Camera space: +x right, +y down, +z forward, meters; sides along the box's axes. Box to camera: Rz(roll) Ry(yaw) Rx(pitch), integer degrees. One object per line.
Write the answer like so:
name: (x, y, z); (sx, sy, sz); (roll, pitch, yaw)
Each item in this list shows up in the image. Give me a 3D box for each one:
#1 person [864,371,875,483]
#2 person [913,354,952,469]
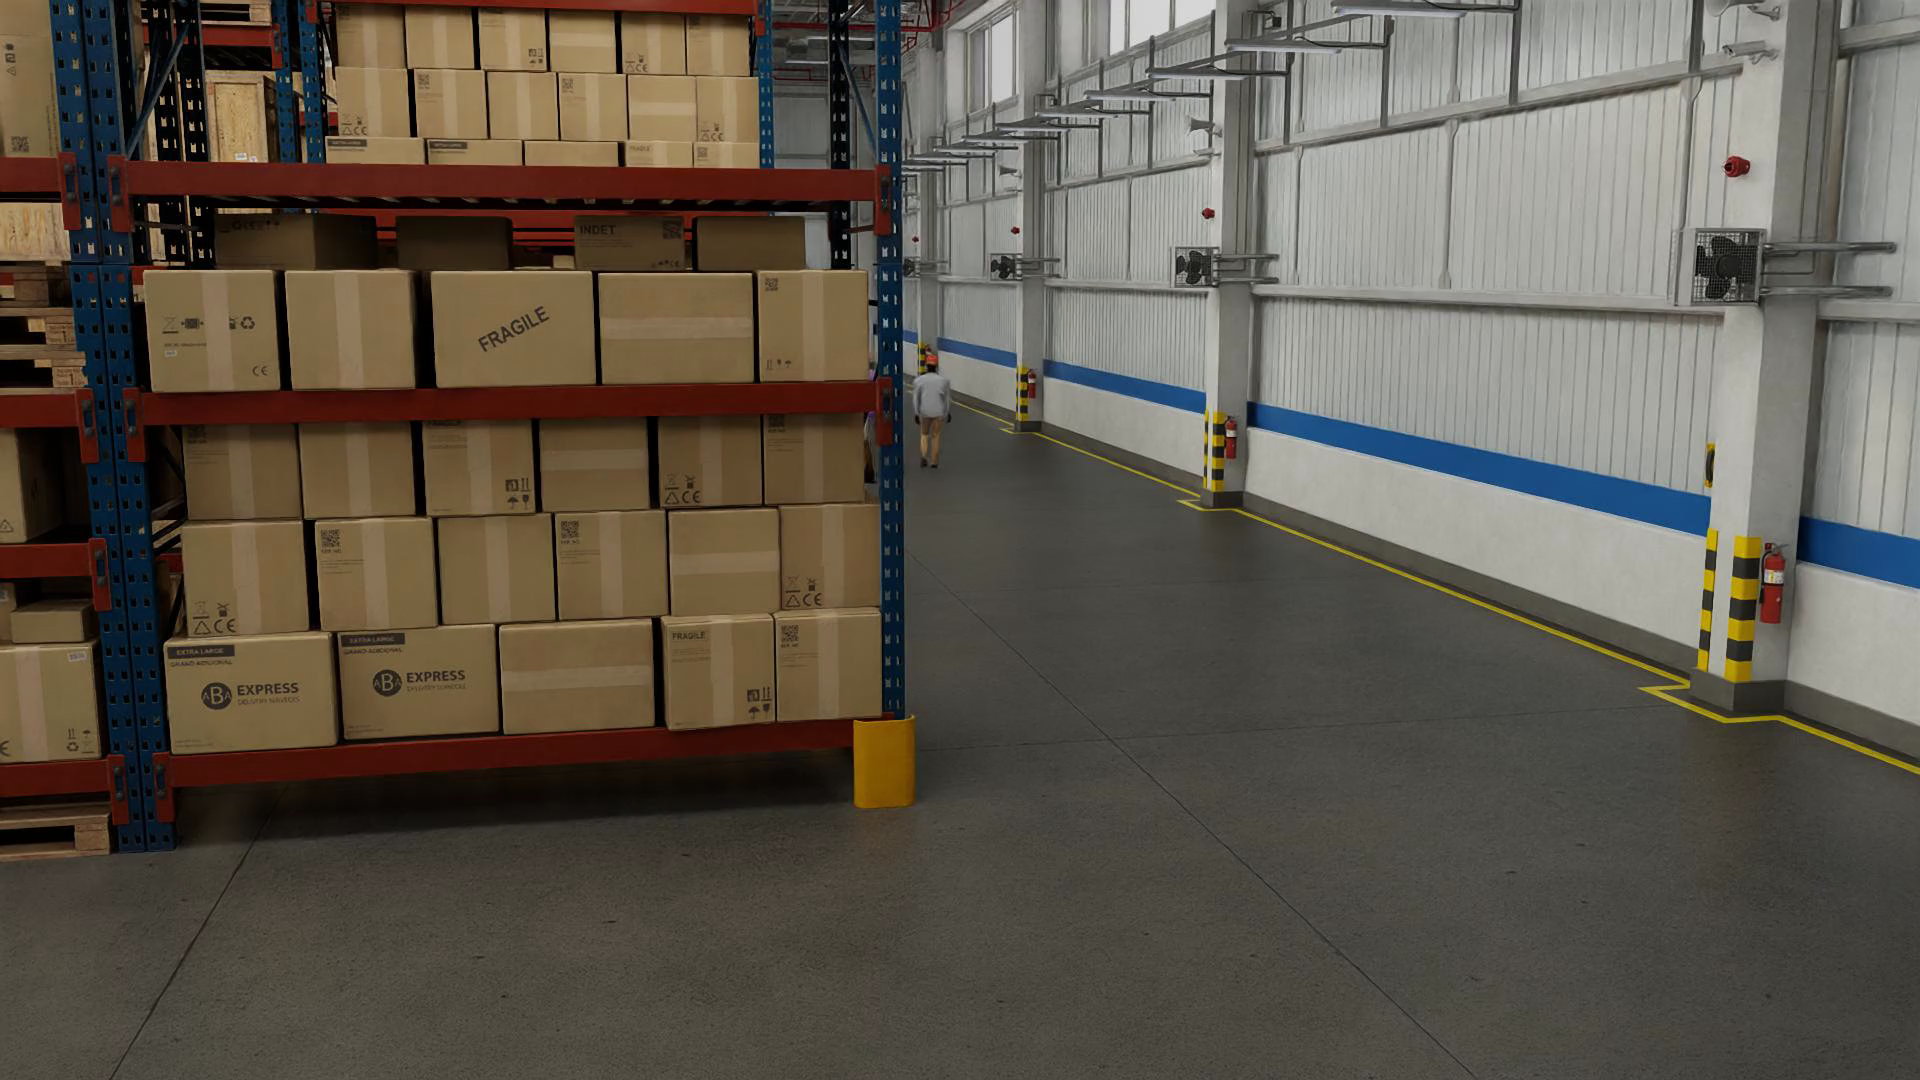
person: (-1.404, -1.747, 23.411); (0.579, 1.903, 0.548); (7, 12, 36)
person: (-0.407, -1.938, 25.076); (0.583, 1.733, 0.510); (1, 9, 3)
